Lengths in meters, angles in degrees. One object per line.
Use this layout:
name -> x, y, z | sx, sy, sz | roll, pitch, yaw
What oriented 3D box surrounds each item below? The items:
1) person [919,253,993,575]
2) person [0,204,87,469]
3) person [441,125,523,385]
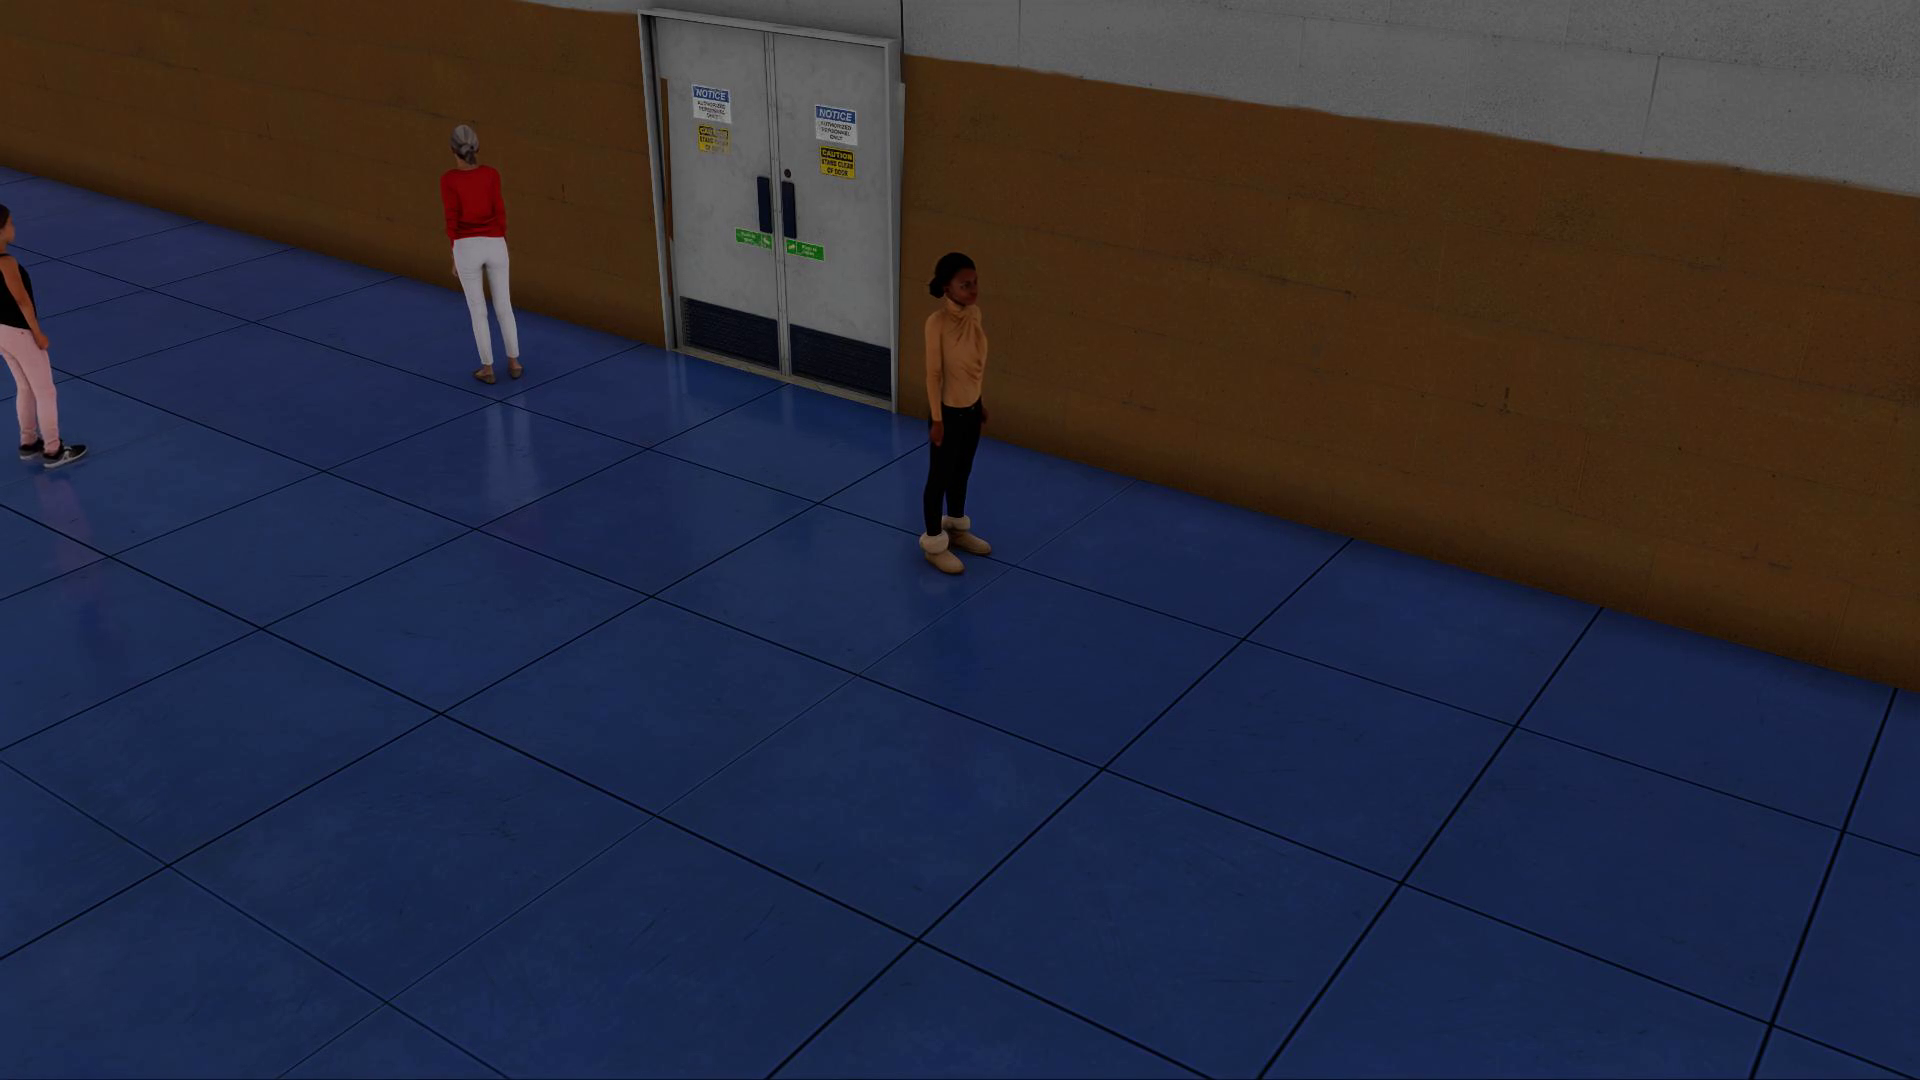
person -> -0.031, -0.664, 8.483 | 0.651, 1.659, 0.484 | 19, 32, 32
person -> -5.439, -1.172, 9.600 | 0.530, 1.555, 0.508 | 15, 31, 27
person -> -3.101, -1.843, 10.769 | 0.602, 1.693, 0.693 | -14, 30, -25
